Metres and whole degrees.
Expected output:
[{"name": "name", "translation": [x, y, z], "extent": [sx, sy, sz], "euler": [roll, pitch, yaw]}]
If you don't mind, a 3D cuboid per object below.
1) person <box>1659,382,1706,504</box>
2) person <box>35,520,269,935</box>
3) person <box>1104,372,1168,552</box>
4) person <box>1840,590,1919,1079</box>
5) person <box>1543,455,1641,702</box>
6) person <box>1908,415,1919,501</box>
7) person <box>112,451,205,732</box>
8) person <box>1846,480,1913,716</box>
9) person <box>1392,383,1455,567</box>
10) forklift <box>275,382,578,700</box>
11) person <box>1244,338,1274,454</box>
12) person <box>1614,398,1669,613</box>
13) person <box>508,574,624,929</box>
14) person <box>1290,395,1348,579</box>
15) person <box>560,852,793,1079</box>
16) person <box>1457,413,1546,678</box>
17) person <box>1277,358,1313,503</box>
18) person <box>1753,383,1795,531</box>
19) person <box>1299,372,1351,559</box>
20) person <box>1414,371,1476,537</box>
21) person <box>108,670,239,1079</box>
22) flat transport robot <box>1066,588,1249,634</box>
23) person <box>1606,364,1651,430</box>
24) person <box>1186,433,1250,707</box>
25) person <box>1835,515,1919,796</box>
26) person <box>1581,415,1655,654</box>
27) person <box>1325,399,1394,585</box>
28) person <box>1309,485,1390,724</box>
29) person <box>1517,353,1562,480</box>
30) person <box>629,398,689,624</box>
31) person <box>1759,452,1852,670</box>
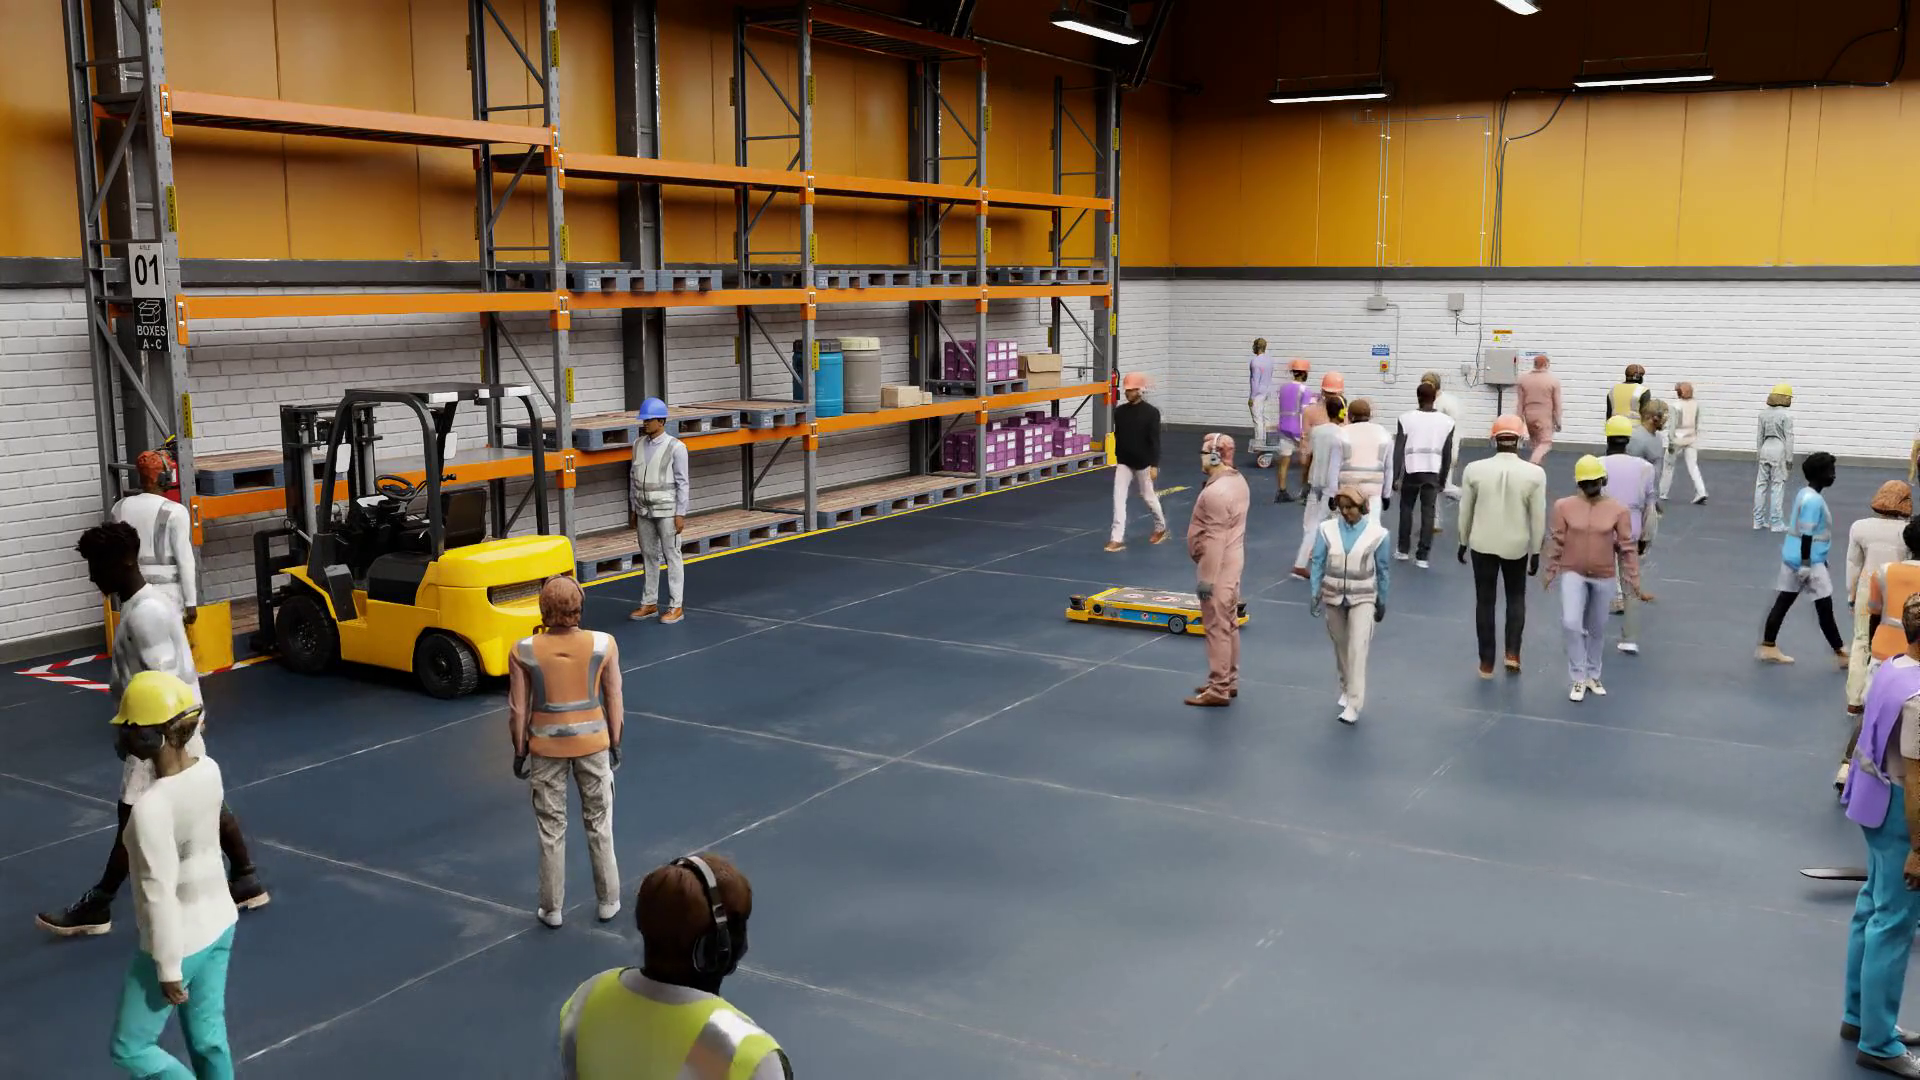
[{"name": "person", "translation": [9.528, -1.283, 21.859], "extent": [0.530, 1.599, 0.848], "euler": [-3, 10, -18]}, {"name": "person", "translation": [-3.700, 0.847, 7.597], "extent": [0.985, 1.900, 0.616], "euler": [-3, 10, -21]}, {"name": "person", "translation": [1.966, -0.873, 18.204], "extent": [0.625, 1.958, 0.995], "euler": [8, 12, 40]}, {"name": "person", "translation": [3.561, 1.085, 6.305], "extent": [0.392, 1.846, 0.564], "euler": [3, 10, 20]}, {"name": "person", "translation": [4.458, 0.274, 11.707], "extent": [0.654, 1.731, 0.695], "euler": [3, 10, 17]}, {"name": "person", "translation": [10.383, -0.728, 17.684], "extent": [0.503, 1.825, 0.399], "euler": [6, 11, 34]}, {"name": "person", "translation": [-5.189, 0.359, 10.770], "extent": [0.567, 1.878, 0.349], "euler": [3, 9, 17]}, {"name": "person", "translation": [6.228, 0.407, 11.205], "extent": [0.279, 1.633, 0.500], "euler": [-8, 12, -40]}, {"name": "person", "translation": [4.774, -0.683, 17.281], "extent": [0.646, 1.864, 0.871], "euler": [1, 9, 7]}, {"name": "forklift", "translation": [-3.974, -0.067, 12.417], "extent": [2.313, 2.155, 1.214], "euler": [5, 11, 30]}, {"name": "person", "translation": [5.016, -2.415, 27.867], "extent": [0.361, 1.939, 0.635], "euler": [7, 11, 36]}, {"name": "person", "translation": [6.040, -0.307, 14.859], "extent": [0.377, 1.907, 0.853], "euler": [7, 11, 36]}, {"name": "person", "translation": [-1.801, 0.973, 7.649], "extent": [0.514, 1.642, 0.314], "euler": [-2, 9, -15]}, {"name": "person", "translation": [3.621, -0.524, 16.481], "extent": [0.967, 1.812, 0.505], "euler": [-6, 11, -34]}, {"name": "person", "translation": [-0.606, 1.555, 3.461], "extent": [0.638, 1.827, 0.643], "euler": [7, 12, 39]}, {"name": "person", "translation": [4.040, 0.040, 12.458], "extent": [0.618, 1.971, 0.603], "euler": [3, 10, 17]}, {"name": "person", "translation": [4.507, -1.442, 21.910], "extent": [0.843, 1.907, 0.548], "euler": [-7, 11, -37]}, {"name": "person", "translation": [9.563, -0.970, 19.482], "extent": [0.309, 1.735, 0.484], "euler": [-4, 10, -22]}, {"name": "person", "translation": [3.876, -0.779, 17.511], "extent": [0.610, 1.985, 0.392], "euler": [-1, 9, -4]}, {"name": "person", "translation": [5.568, -0.982, 19.028], "extent": [0.697, 1.907, 0.684], "euler": [-3, 10, -18]}, {"name": "person", "translation": [-2.548, 1.280, 5.390], "extent": [0.363, 1.755, 0.530], "euler": [1, 9, 4]}, {"name": "flat transport robot", "translation": [1.693, 0.593, 14.281], "extent": [1.431, 0.197, 0.652], "euler": [5, 11, 30]}, {"name": "person", "translation": [8.726, -1.371, 21.675], "extent": [0.430, 1.838, 0.624], "euler": [-5, 11, -30]}, {"name": "person", "translation": [1.783, 0.205, 11.617], "extent": [0.403, 1.906, 0.651], "euler": [4, 10, 22]}, {"name": "person", "translation": [5.353, 0.675, 9.468], "extent": [0.840, 1.662, 0.536], "euler": [-5, 10, -30]}, {"name": "person", "translation": [5.285, -0.066, 13.421], "extent": [0.610, 1.866, 1.004], "euler": [0, 9, 1]}, {"name": "person", "translation": [3.863, -0.456, 16.135], "extent": [0.650, 1.798, 0.792], "euler": [0, 9, -1]}, {"name": "person", "translation": [2.638, 0.420, 11.297], "extent": [0.502, 1.593, 0.875], "euler": [5, 10, 28]}, {"name": "person", "translation": [8.307, -1.752, 23.898], "extent": [0.805, 1.877, 0.643], "euler": [-9, 13, -43]}, {"name": "person", "translation": [-2.607, -0.254, 14.354], "extent": [0.602, 1.948, 0.387], "euler": [5, 10, 29]}, {"name": "person", "translation": [6.538, 0.164, 12.607], "extent": [0.835, 1.654, 0.552], "euler": [3, 10, 20]}]
